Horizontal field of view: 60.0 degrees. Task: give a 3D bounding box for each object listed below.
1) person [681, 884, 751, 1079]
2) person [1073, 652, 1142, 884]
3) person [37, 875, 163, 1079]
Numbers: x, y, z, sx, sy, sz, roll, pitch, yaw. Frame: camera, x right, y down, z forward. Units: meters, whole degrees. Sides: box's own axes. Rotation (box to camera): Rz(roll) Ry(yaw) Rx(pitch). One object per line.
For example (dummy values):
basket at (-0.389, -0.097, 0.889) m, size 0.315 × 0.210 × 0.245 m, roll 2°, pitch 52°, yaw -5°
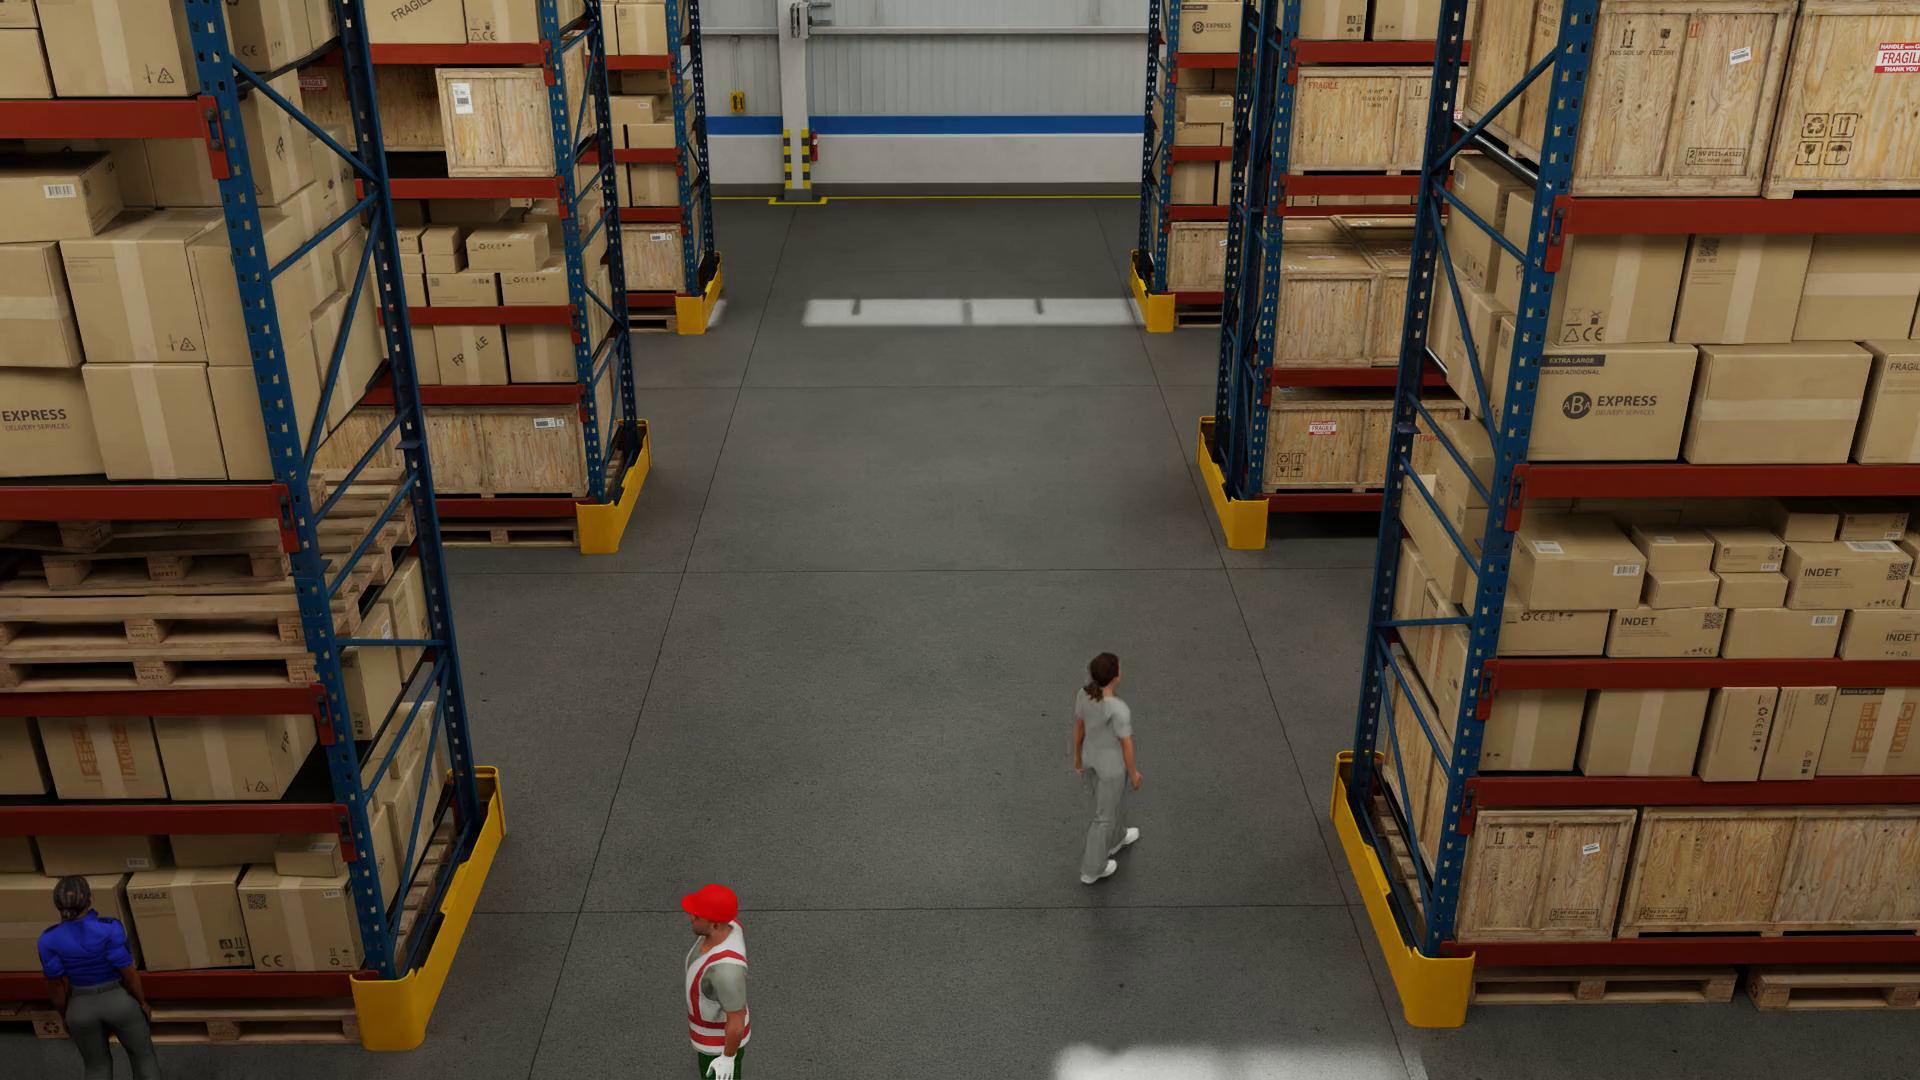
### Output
person at (-1.248, 2.510, 8.476) m, size 0.374 × 1.795 × 0.548 m, roll -5°, pitch 26°, yaw -11°
person at (1.048, 1.436, 10.894) m, size 0.646 × 1.666 × 0.453 m, roll -18°, pitch 31°, yaw -34°
person at (-4.511, 2.446, 8.771) m, size 0.439 × 1.659 × 0.338 m, roll -7°, pitch 26°, yaw -15°
